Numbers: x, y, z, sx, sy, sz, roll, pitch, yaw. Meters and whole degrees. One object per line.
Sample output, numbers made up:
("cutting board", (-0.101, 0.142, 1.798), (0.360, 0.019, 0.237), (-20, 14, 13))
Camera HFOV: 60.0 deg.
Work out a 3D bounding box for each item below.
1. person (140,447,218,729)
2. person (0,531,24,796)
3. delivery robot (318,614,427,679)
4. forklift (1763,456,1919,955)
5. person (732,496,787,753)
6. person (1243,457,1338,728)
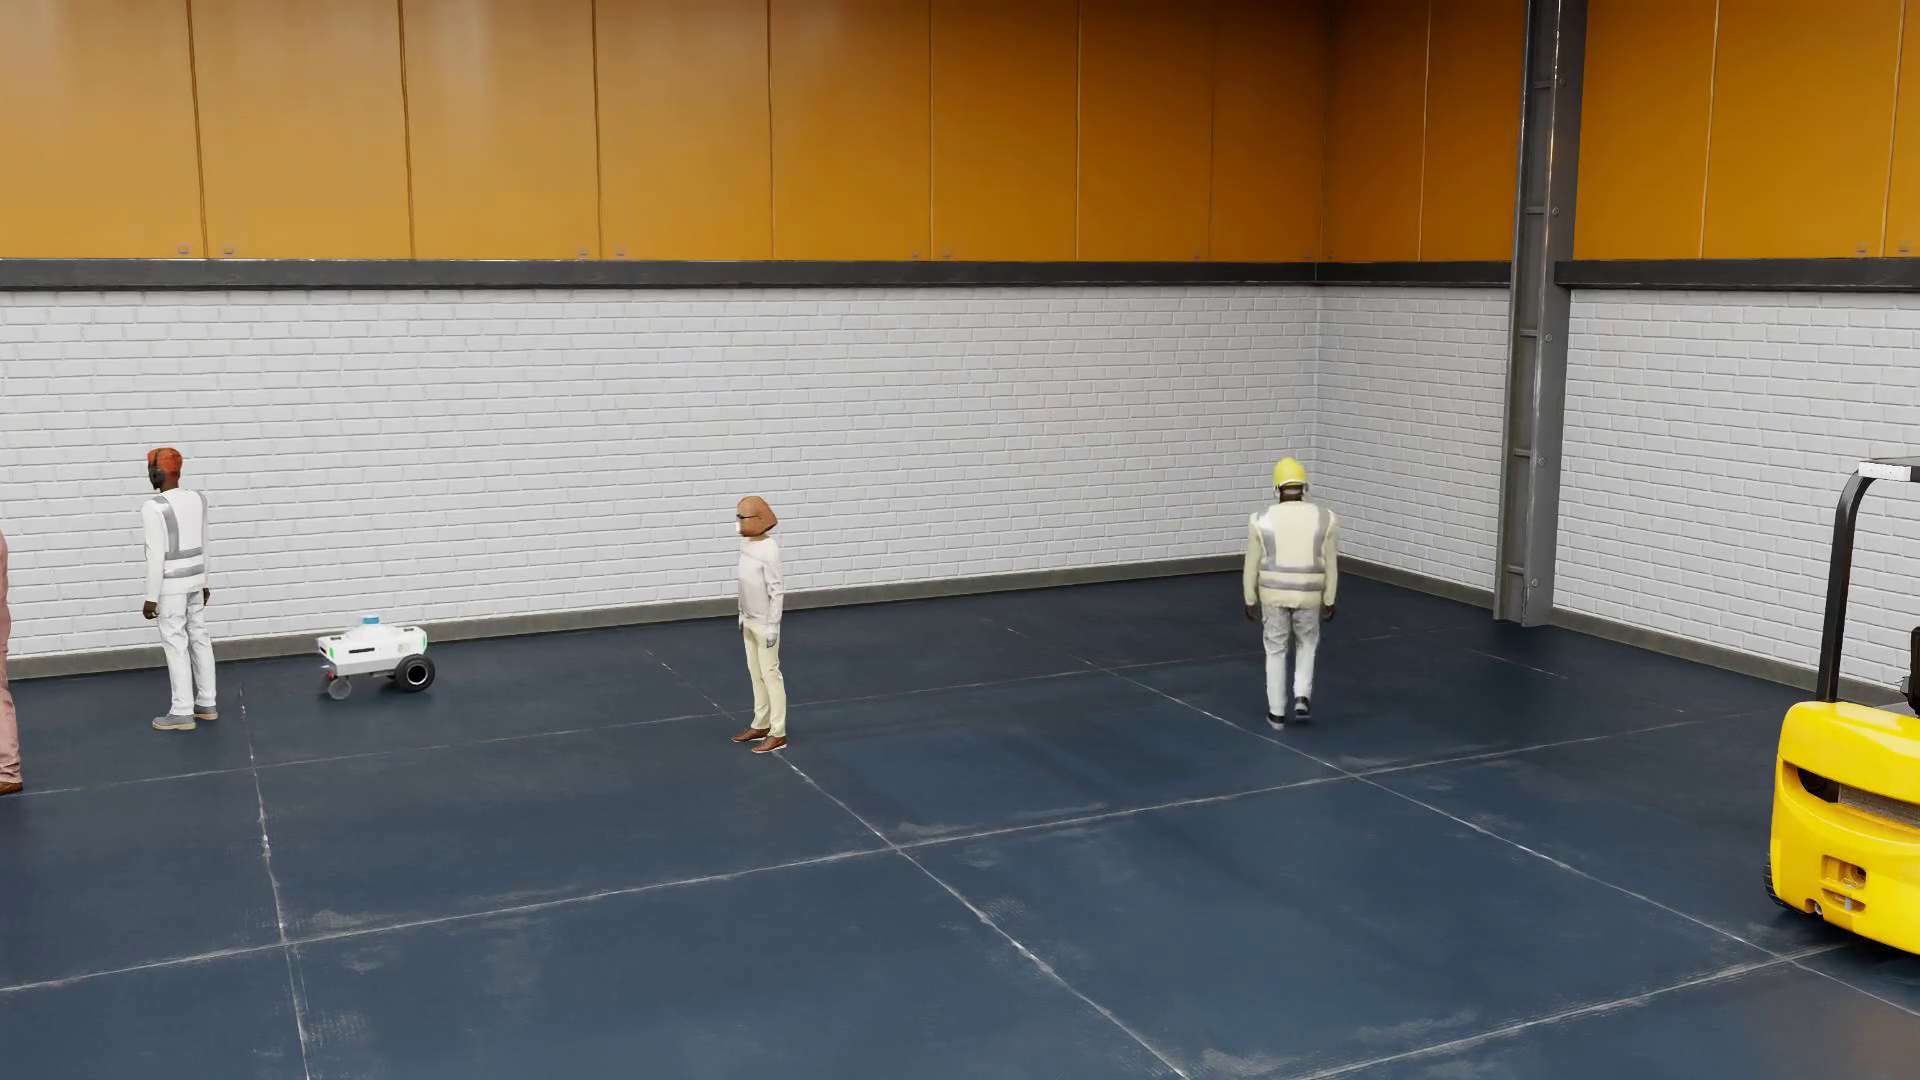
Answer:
("person", (-5.212, 0.319, 11.073), (0.341, 1.883, 0.587), (2, 9, 13))
("person", (-5.709, 0.541, 9.630), (0.403, 1.906, 0.651), (-6, 11, -33))
("delivery robot", (-4.243, 0.782, 12.022), (0.707, 0.478, 0.477), (-6, 11, -34))
("forklift", (4.857, 0.731, 7.561), (2.313, 2.155, 1.214), (-4, 10, -25))
("person", (-1.281, 0.528, 10.556), (0.275, 1.631, 0.507), (-5, 11, -30))
("person", (2.182, 0.357, 11.040), (0.614, 1.812, 0.429), (1, 9, 5))
